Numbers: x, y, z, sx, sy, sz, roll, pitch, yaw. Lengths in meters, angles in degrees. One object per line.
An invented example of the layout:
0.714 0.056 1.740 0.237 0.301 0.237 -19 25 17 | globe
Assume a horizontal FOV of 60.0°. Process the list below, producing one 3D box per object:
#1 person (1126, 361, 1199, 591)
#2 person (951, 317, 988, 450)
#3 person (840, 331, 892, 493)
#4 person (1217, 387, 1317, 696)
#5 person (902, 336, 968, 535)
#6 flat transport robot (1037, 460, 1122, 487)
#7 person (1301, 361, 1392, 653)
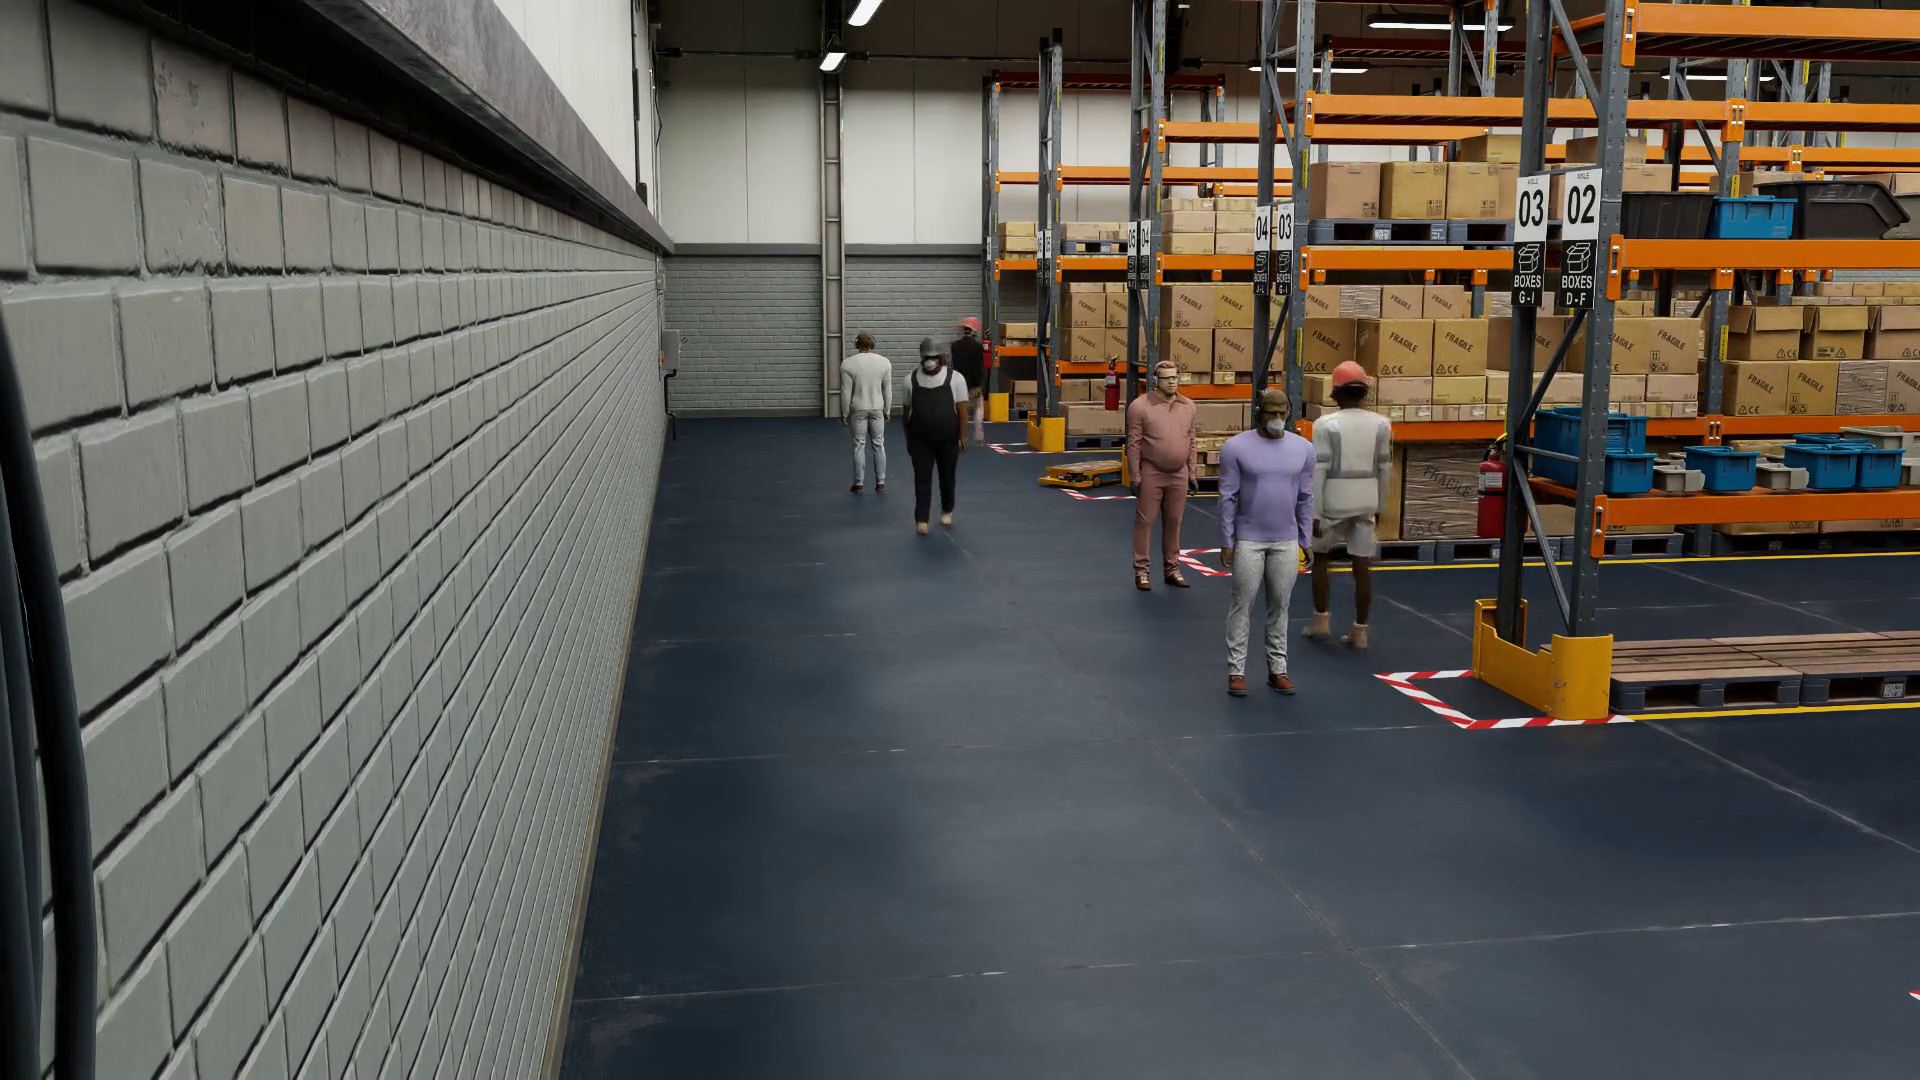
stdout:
1.703 -0.536 13.869 0.639 1.909 0.407 -3 10 -20 | person
0.166 -2.335 24.796 0.606 1.951 0.828 5 11 29 | person
-1.122 -1.528 19.887 0.627 1.940 0.372 -2 10 -15 | person
1.917 0.010 10.405 0.627 1.939 0.371 -1 9 -6 | person
-0.254 -1.121 17.064 0.683 2.000 0.982 0 9 2 | person
1.689 -0.837 20.755 1.431 0.197 0.652 -9 13 -43 | flat transport robot
2.707 -0.242 11.721 0.624 2.019 0.752 -2 9 -10 | person
